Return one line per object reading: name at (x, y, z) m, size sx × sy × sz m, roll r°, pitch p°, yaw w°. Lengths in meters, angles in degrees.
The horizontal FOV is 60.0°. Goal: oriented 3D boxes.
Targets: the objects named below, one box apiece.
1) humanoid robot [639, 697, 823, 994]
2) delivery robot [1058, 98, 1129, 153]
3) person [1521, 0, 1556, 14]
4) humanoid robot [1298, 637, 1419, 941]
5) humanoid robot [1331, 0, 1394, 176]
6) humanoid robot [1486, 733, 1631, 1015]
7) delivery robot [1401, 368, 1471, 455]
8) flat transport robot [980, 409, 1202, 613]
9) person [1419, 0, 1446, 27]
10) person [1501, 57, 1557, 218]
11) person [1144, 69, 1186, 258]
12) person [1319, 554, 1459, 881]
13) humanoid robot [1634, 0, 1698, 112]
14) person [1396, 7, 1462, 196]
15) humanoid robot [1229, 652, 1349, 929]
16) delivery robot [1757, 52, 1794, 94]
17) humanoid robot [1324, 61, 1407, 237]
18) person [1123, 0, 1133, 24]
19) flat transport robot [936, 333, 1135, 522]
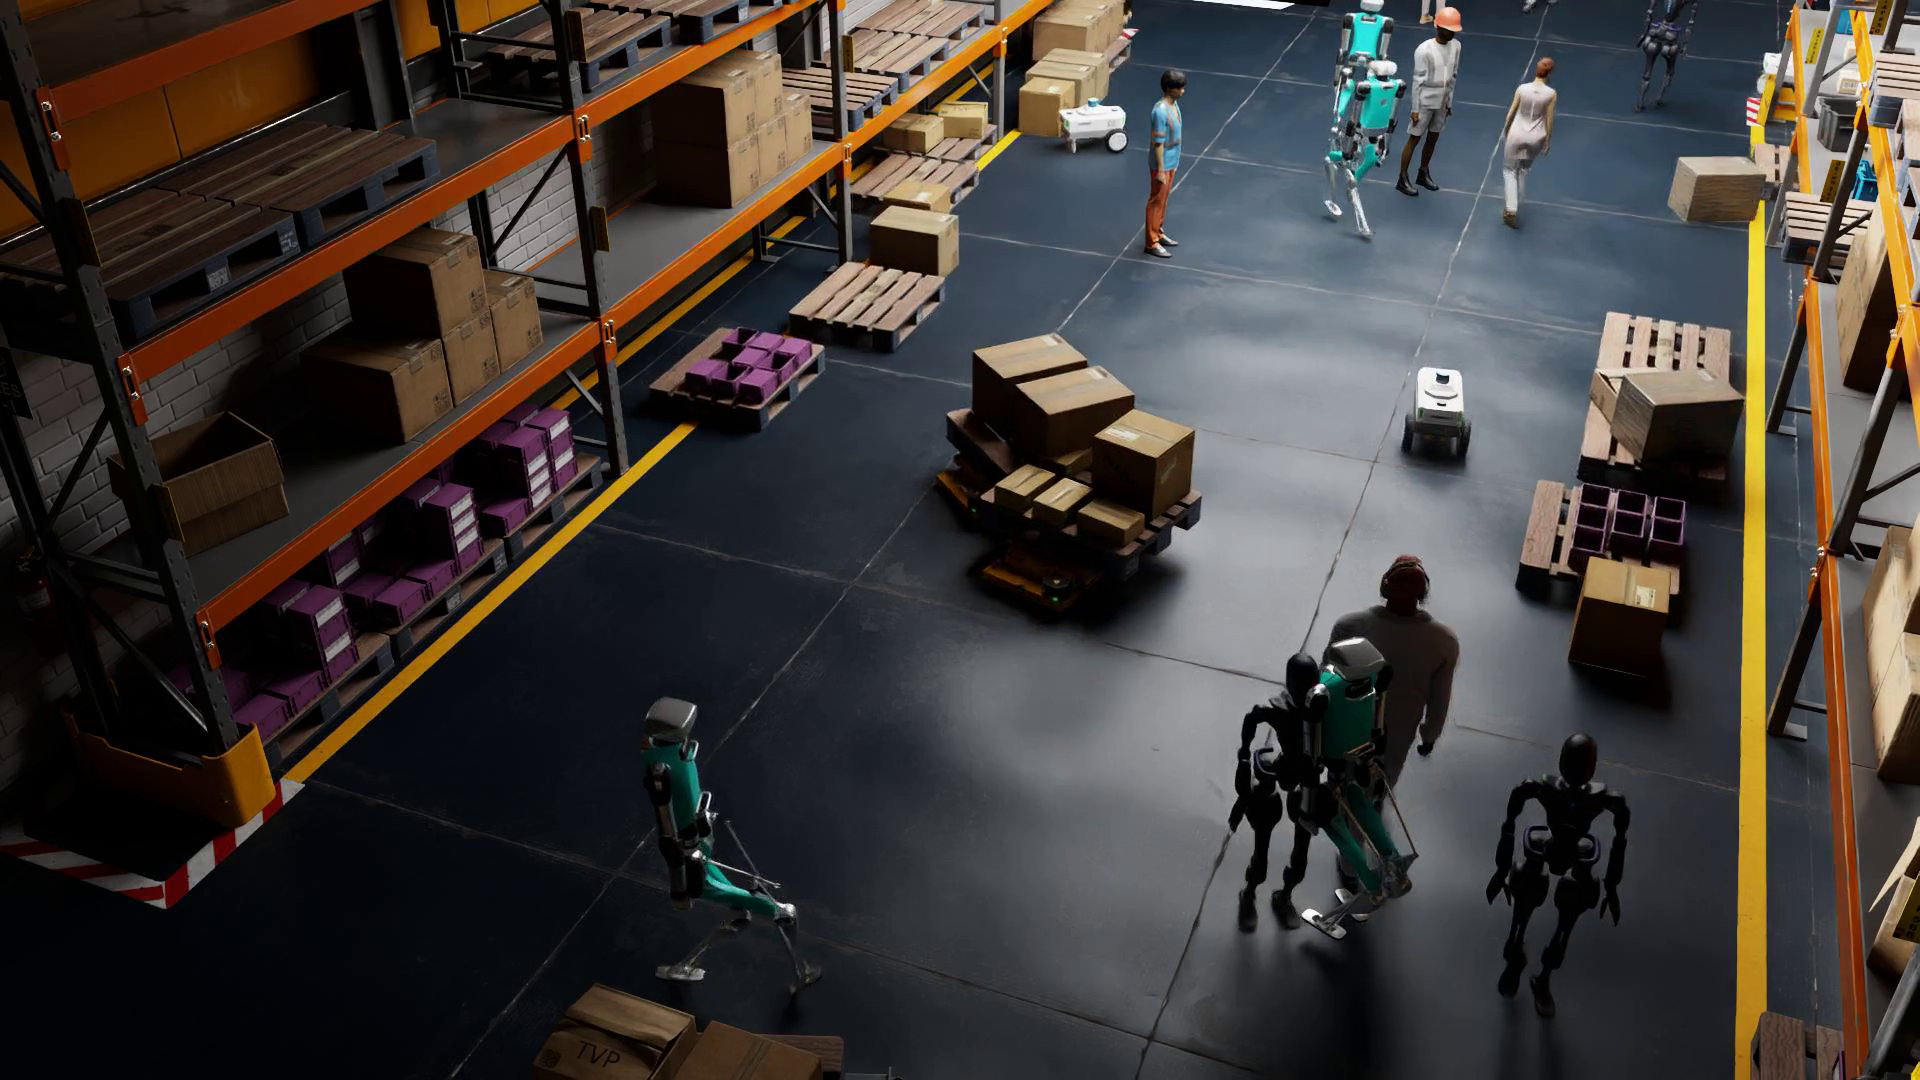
humanoid robot at (-1.027, 1.516, 7.929) m, size 1.005 × 1.778 × 0.532 m, roll 1°, pitch 33°, yaw 2°
delivery robot at (1.488, -4.596, 18.455) m, size 0.781 × 0.610 × 0.525 m, roll -7°, pitch 34°, yaw -11°
person at (8.206, -8.278, 22.952) m, size 0.548 × 1.847 × 0.988 m, roll 22°, pitch 39°, yaw 30°
humanoid robot at (1.986, 1.304, 8.098) m, size 0.533 × 1.677 × 0.735 m, roll -19°, pitch 37°, yaw -27°
humanoid robot at (4.200, -4.728, 17.599) m, size 0.546 × 1.824 × 0.919 m, roll 9°, pitch 34°, yaw 13°
humanoid robot at (2.820, 1.593, 7.830) m, size 0.607 × 1.651 × 0.336 m, roll 9°, pitch 34°, yaw 13°
delivery robot at (3.713, -1.018, 12.922) m, size 0.499 × 0.614 × 0.812 m, roll 7°, pitch 34°, yaw 11°
flat transport robot at (0.843, 0.007, 11.581) m, size 0.659 × 0.231 × 1.431 m, roll 23°, pitch 39°, yaw 31°
person at (6.470, -7.791, 22.264) m, size 0.315 × 1.773 × 0.459 m, roll -22°, pitch 39°, yaw -30°
person at (5.607, -3.955, 16.448) m, size 0.468 × 1.642 × 0.503 m, roll 6°, pitch 33°, yaw 9°
person at (1.944, -3.564, 15.729) m, size 0.325 × 1.766 × 0.485 m, roll 11°, pitch 35°, yaw 17°
person at (2.211, 0.836, 8.830) m, size 0.651 × 1.866 × 0.970 m, roll 3°, pitch 33°, yaw 5°
humanoid robot at (8.172, -5.810, 19.293) m, size 0.615 × 1.645 × 0.487 m, roll 26°, pitch 41°, yaw 34°
person at (4.841, -4.477, 17.000) m, size 0.541 × 1.927 × 0.391 m, roll -16°, pitch 36°, yaw -22°
humanoid robot at (1.660, 1.268, 8.331) m, size 0.601 × 1.658 × 0.336 m, roll -2°, pitch 33°, yaw -3°
delivery robot at (10.056, -5.653, 20.069) m, size 0.769 × 0.587 × 0.499 m, roll 12°, pitch 35°, yaw 18°
humanoid robot at (3.880, -3.878, 16.285) m, size 0.556 × 1.752 × 1.042 m, roll -11°, pitch 35°, yaw -17°
person at (2.220, -7.827, 22.387) m, size 0.322 × 1.697 × 0.532 m, roll 12°, pitch 35°, yaw 18°
flat transport robot at (0.607, -0.512, 12.384) m, size 1.431 × 0.231 × 0.659 m, roll -15°, pitch 36°, yaw -22°
